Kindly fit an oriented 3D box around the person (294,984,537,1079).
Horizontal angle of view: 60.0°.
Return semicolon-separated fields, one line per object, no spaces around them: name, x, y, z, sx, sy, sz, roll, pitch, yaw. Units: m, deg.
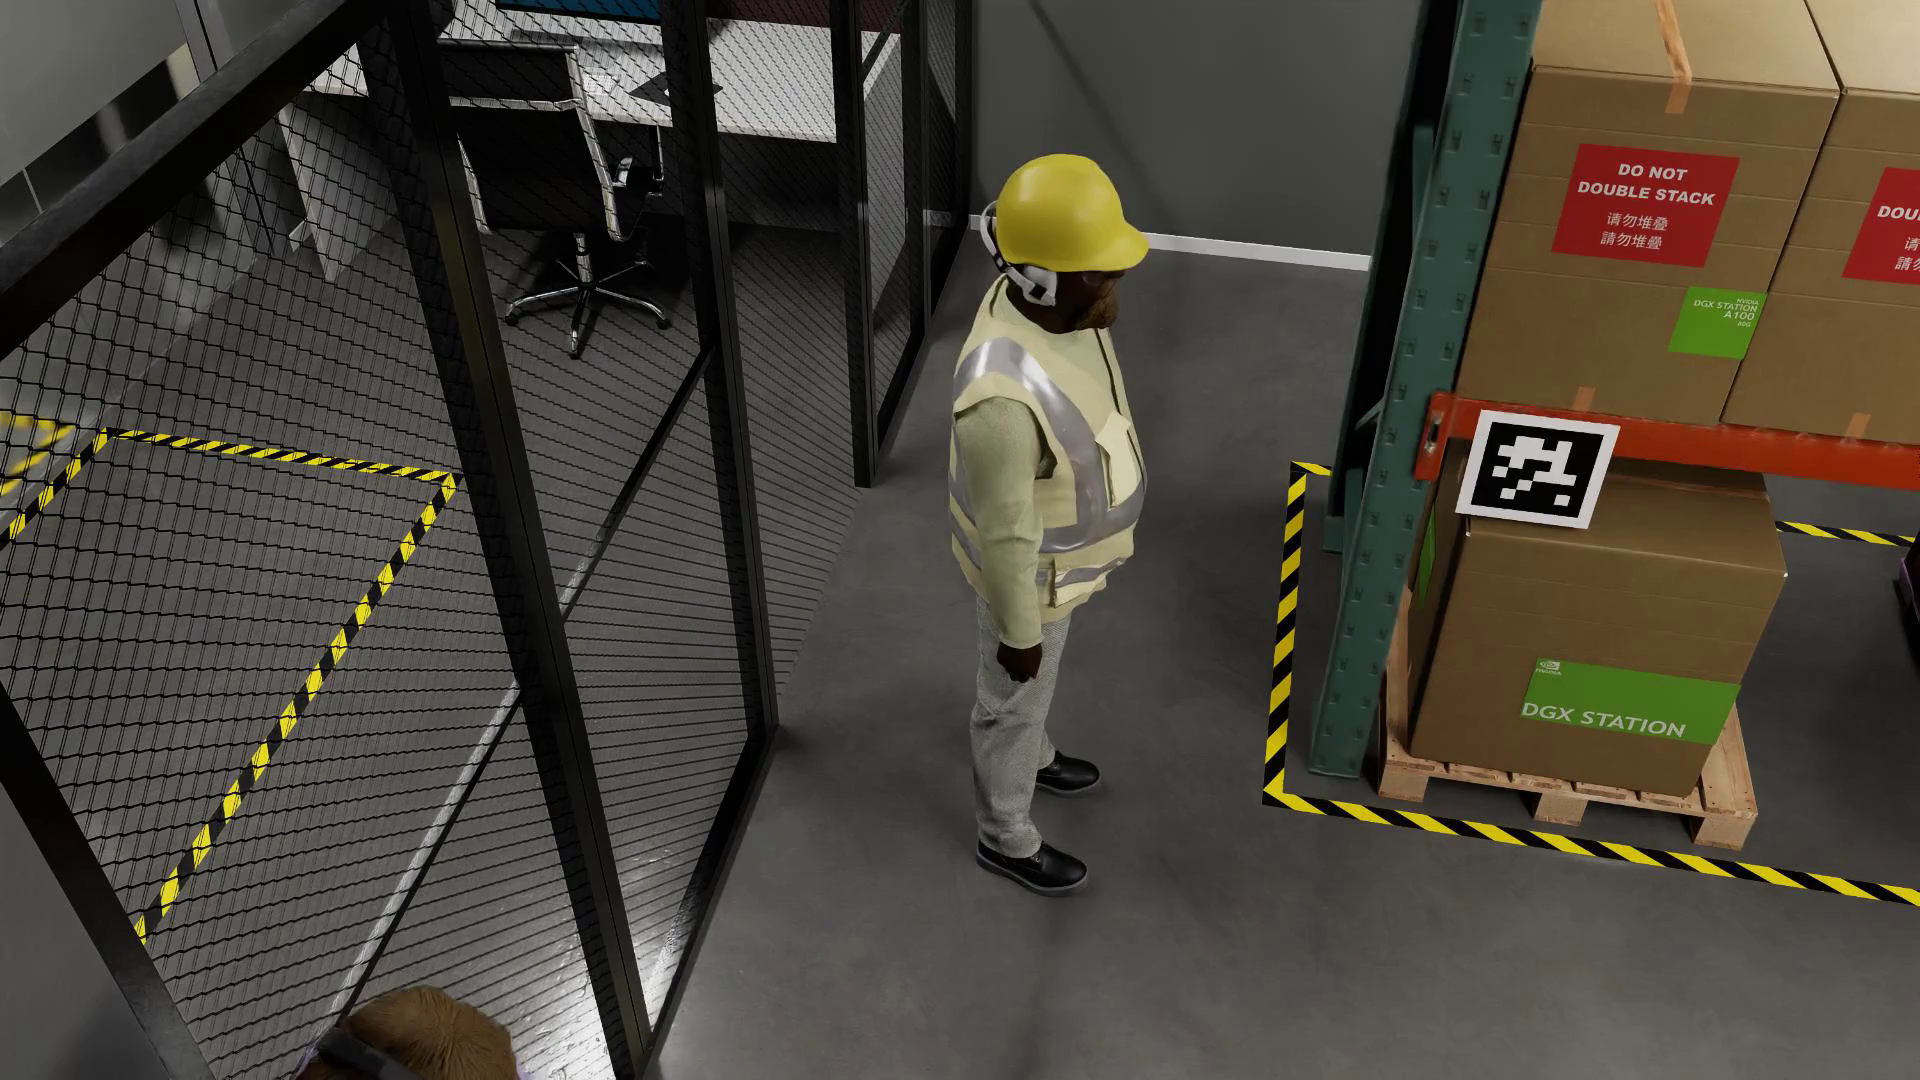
person;-0.518;1.158;2.169;0.627;1.934;0.370;19;45;21

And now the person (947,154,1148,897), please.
person;0.183;0.012;3.563;0.403;1.833;0.586;8;42;9
